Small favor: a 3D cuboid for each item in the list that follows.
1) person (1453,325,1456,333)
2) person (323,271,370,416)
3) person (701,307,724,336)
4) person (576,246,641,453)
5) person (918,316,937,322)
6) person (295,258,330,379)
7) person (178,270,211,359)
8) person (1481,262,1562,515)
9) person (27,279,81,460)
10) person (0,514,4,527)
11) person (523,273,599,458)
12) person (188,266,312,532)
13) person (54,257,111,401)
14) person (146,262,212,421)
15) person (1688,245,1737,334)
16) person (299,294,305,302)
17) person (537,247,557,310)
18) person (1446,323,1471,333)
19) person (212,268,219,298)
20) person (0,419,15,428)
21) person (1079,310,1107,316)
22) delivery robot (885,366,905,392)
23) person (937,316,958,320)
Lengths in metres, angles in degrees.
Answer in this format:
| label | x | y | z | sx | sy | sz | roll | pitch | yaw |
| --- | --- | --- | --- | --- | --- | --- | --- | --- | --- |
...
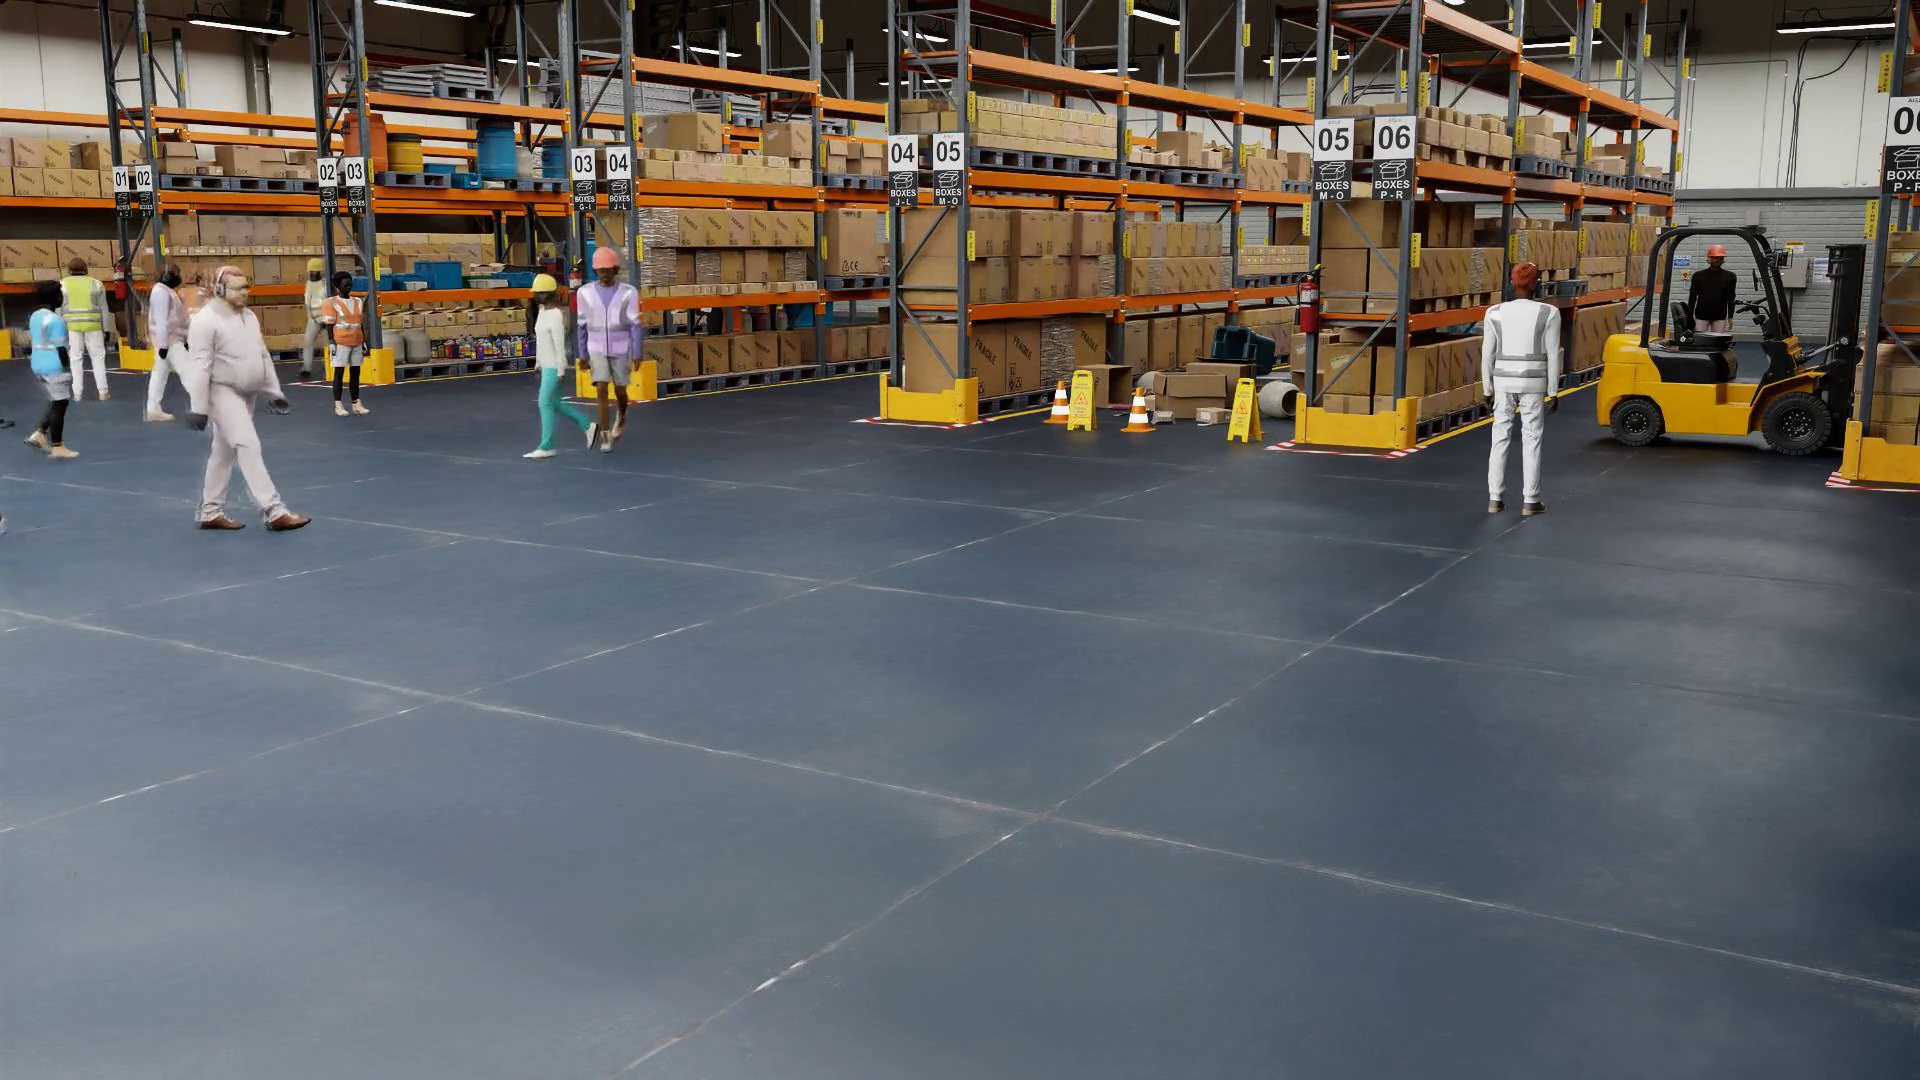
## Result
| label | x | y | z | sx | sy | sz | roll | pitch | yaw |
| --- | --- | --- | --- | --- | --- | --- | --- | --- | --- |
| person | 9.235 | -4.572 | 31.427 | 0.610 | 1.986 | 1.037 | 7 | 12 | 33 |
| person | -7.213 | -2.306 | 19.572 | 0.315 | 1.696 | 0.541 | 6 | 12 | 31 |
| person | -3.787 | -3.495 | 25.610 | 0.371 | 1.916 | 0.597 | -4 | 11 | -21 |
| person | -3.448 | -1.885 | 16.397 | 0.611 | 2.004 | 0.889 | -2 | 10 | -8 |
| person | -0.488 | -3.548 | 25.894 | 0.648 | 1.920 | 0.442 | 6 | 12 | 29 |
| person | -9.611 | -3.281 | 24.781 | 0.582 | 1.789 | 0.788 | 4 | 11 | 23 |
| person | -11.165 | -3.130 | 24.350 | 0.513 | 1.639 | 0.313 | 1 | 10 | 6 |
| person | 4.189 | -1.125 | 12.431 | 0.575 | 1.884 | 0.355 | 6 | 12 | 31 |
| person | -8.481 | -1.588 | 15.574 | 0.548 | 1.682 | 0.362 | 8 | 13 | 40 |
| person | -6.720 | -0.745 | 11.149 | 0.510 | 1.594 | 0.833 | 1 | 10 | 4 |
| person | -3.803 | -1.650 | 15.750 | 0.688 | 1.744 | 0.538 | -5 | 11 | -26 |
| person | -4.970 | -0.971 | 11.626 | 0.941 | 1.855 | 0.631 | 1 | 10 | 4 |
| person | -11.300 | -2.713 | 21.442 | 0.634 | 1.841 | 0.429 | -5 | 11 | -26 |
| person | -8.894 | -2.255 | 18.984 | 0.929 | 1.796 | 0.647 | -4 | 11 | -23 |
| person | 10.649 | -3.174 | 23.586 | 0.622 | 1.995 | 0.378 | 4 | 11 | 20 |
| person | -12.065 | -4.333 | 30.881 | 0.324 | 1.719 | 0.640 | 2 | 10 | 11 |
| person | -7.930 | -4.636 | 31.940 | 0.634 | 1.938 | 0.355 | 10 | 14 | 44 |
| person | 8.897 | -4.126 | 29.585 | 0.579 | 1.781 | 1.033 | -2 | 10 | -14 |
| person | -11.716 | -3.523 | 26.550 | 0.511 | 1.638 | 0.308 | 7 | 12 | 35 |
| person | -10.713 | -2.153 | 18.076 | 0.549 | 1.925 | 0.570 | -5 | 11 | -24 |
| person | 2.205 | -3.869 | 27.495 | 0.400 | 1.989 | 0.623 | -9 | 14 | -41 |
| delivery robot | -0.645 | -2.014 | 20.867 | 0.477 | 0.478 | 0.707 | 6 | 12 | 31 |
| person | -0.007 | -3.017 | 22.833 | 0.639 | 1.945 | 0.432 | 6 | 12 | 30 |
